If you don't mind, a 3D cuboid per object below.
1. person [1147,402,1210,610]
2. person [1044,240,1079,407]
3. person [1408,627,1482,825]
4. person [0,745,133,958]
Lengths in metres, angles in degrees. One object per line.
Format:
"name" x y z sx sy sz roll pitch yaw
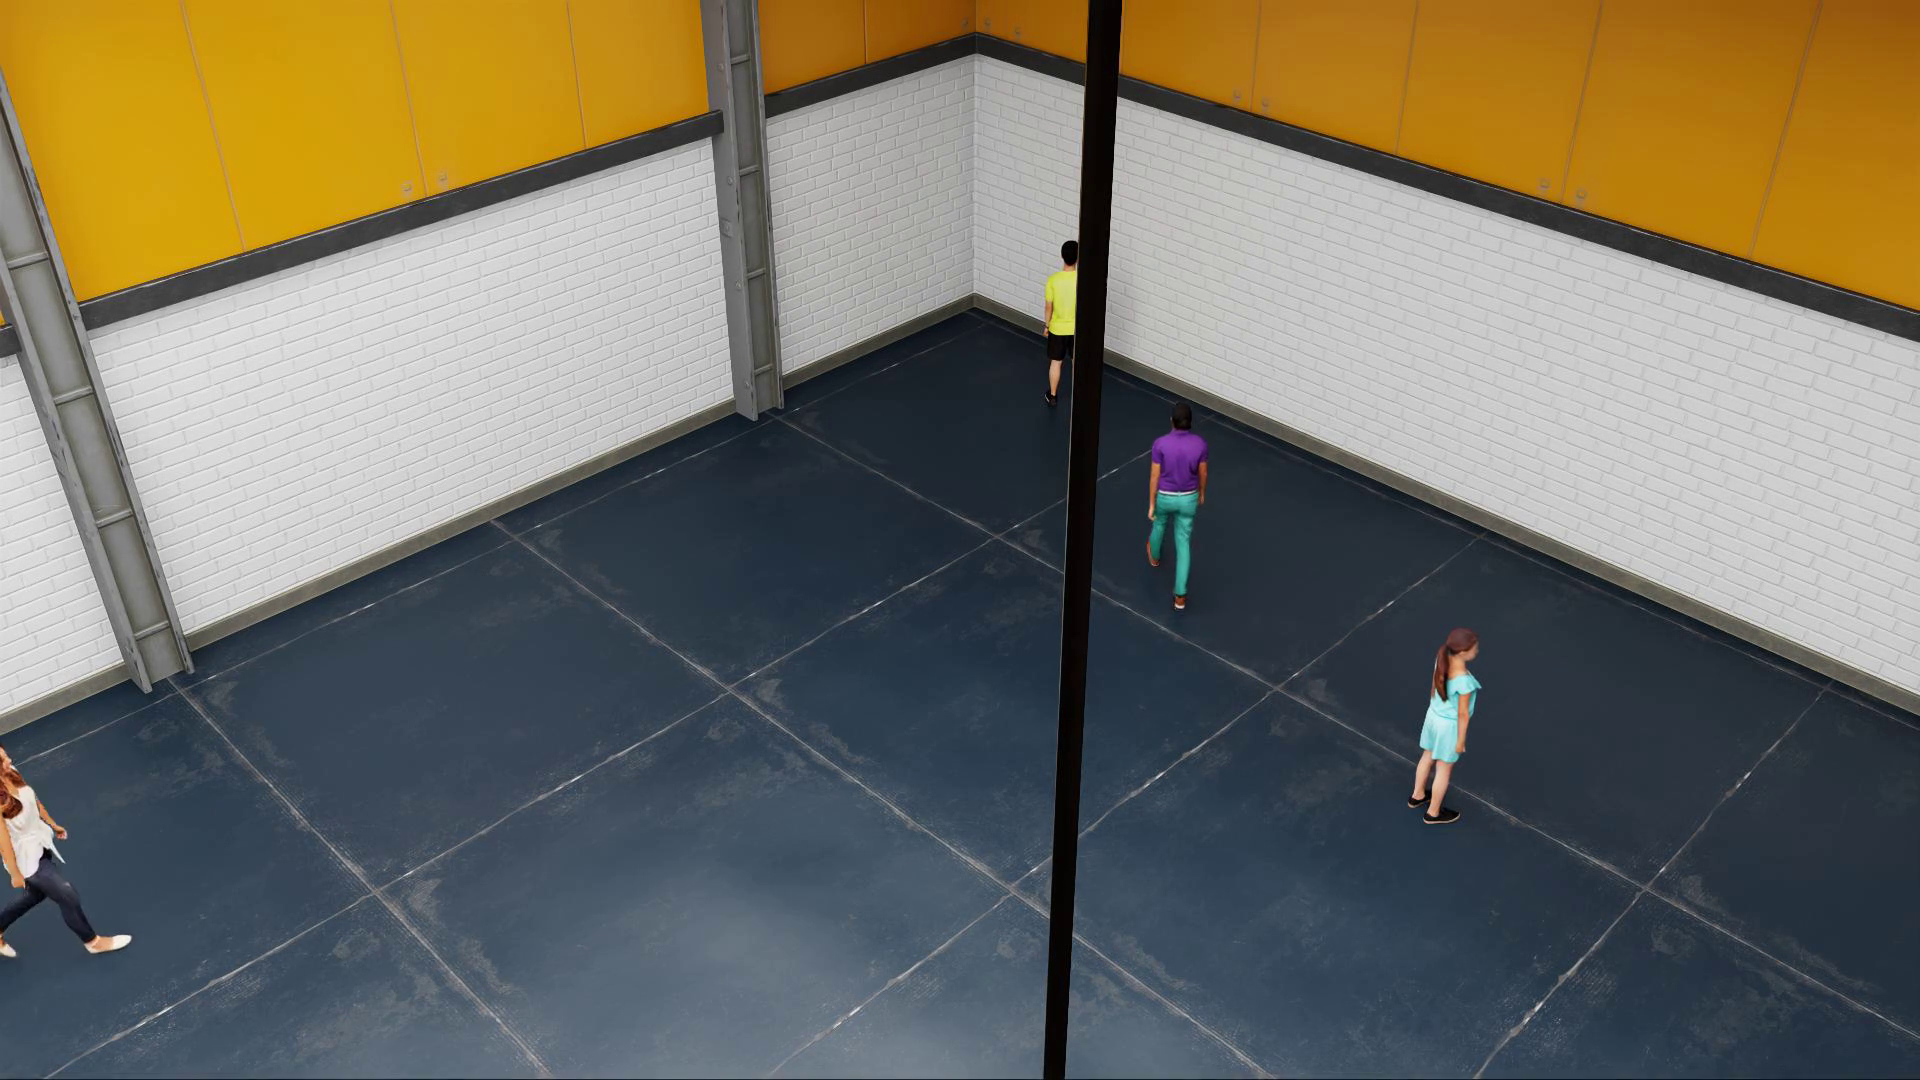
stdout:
"person" 1.761 -0.262 13.398 1.131 1.721 1.213 1 34 1
"person" 1.052 -2.099 16.172 0.699 1.709 0.745 2 34 3
"person" 3.300 1.243 11.280 0.644 1.557 0.626 -11 35 -16
"person" -5.734 1.921 10.077 1.162 1.761 0.949 -9 35 -13
